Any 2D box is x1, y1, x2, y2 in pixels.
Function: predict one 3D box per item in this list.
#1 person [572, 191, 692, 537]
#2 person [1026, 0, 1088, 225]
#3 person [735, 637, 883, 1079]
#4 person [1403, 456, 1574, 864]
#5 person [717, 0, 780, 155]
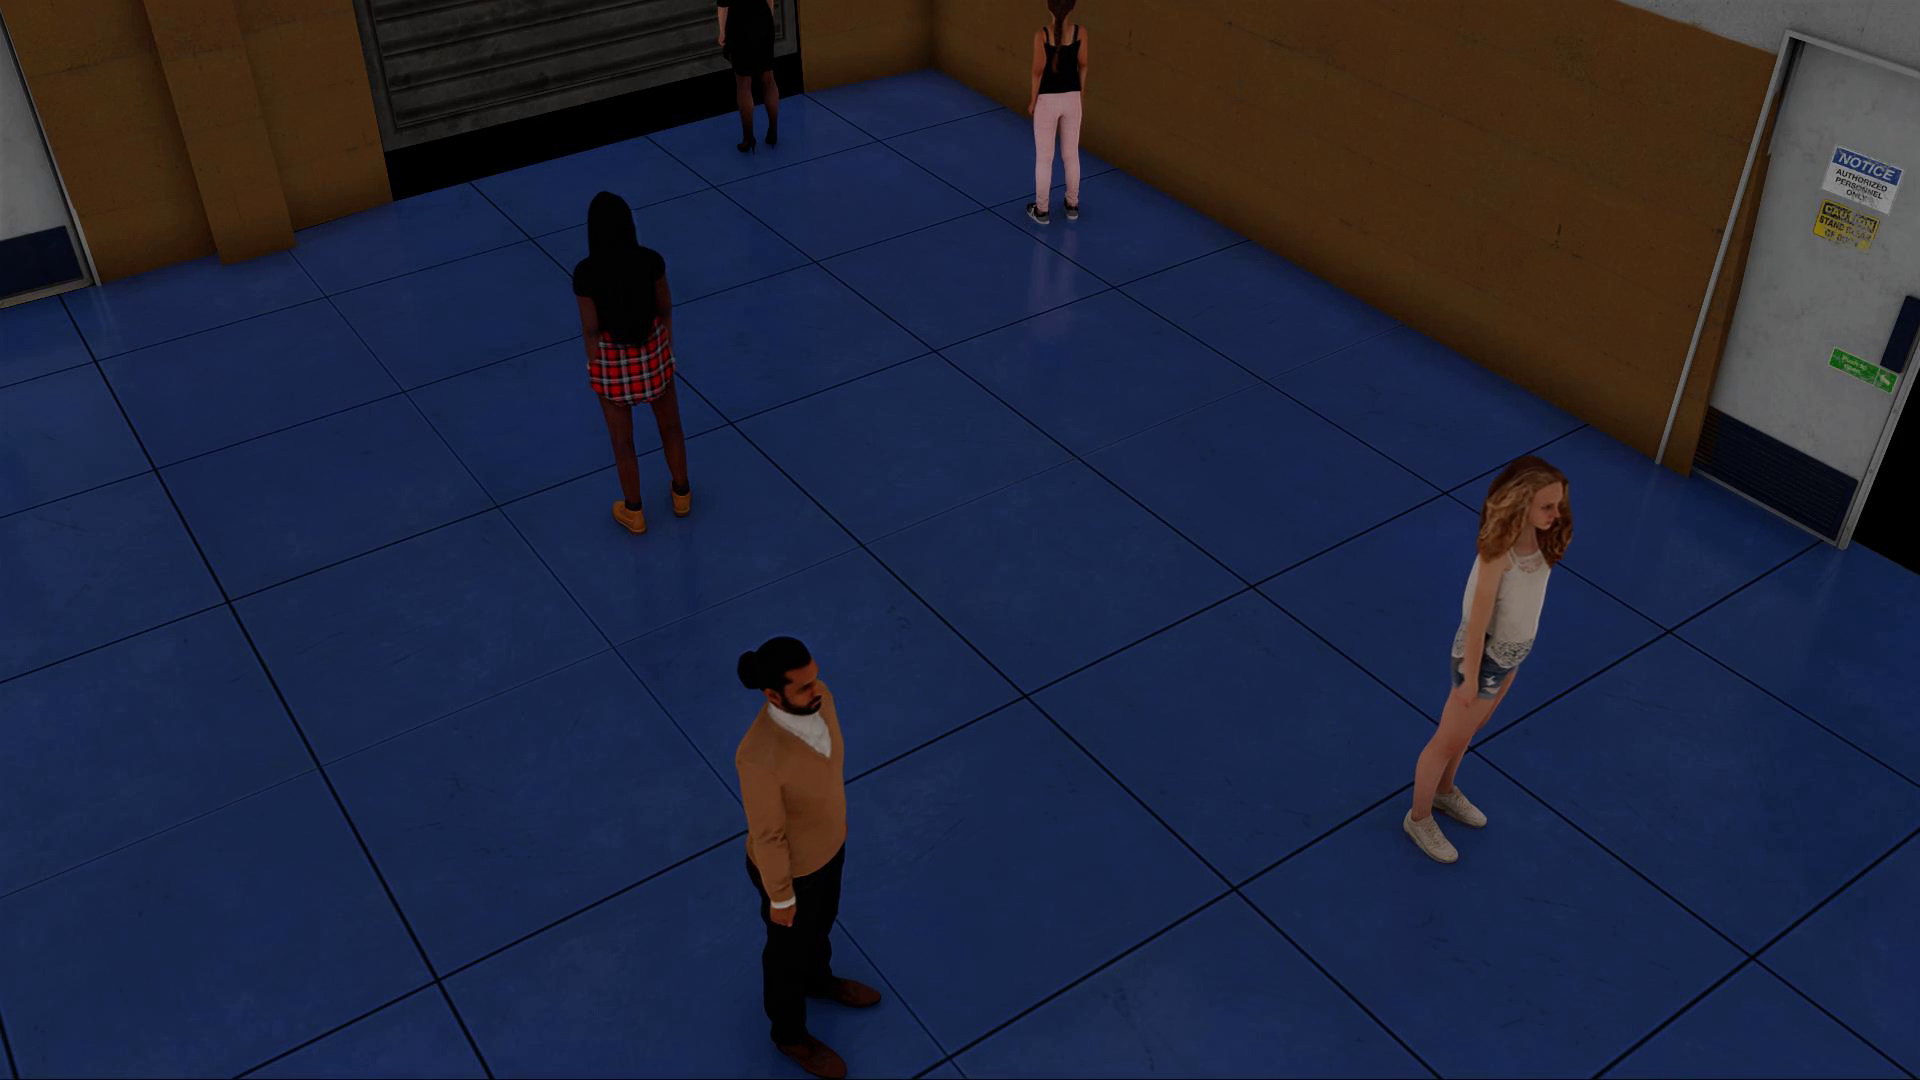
[{"bbox_3d":[-1.540,-0.820,7.801,0.544,1.727,0.681,-20,41,-24],"label":"person"},{"bbox_3d":[0.624,-2.760,10.521,0.549,1.566,0.651,-9,38,-12],"label":"person"},{"bbox_3d":[-0.517,1.000,5.353,0.816,1.755,0.728,11,38,15],"label":"person"},{"bbox_3d":[1.923,0.429,6.111,0.672,1.759,0.504,29,46,33],"label":"person"},{"bbox_3d":[-1.436,-3.474,11.340,0.439,1.706,0.653,-20,41,-25],"label":"person"}]
